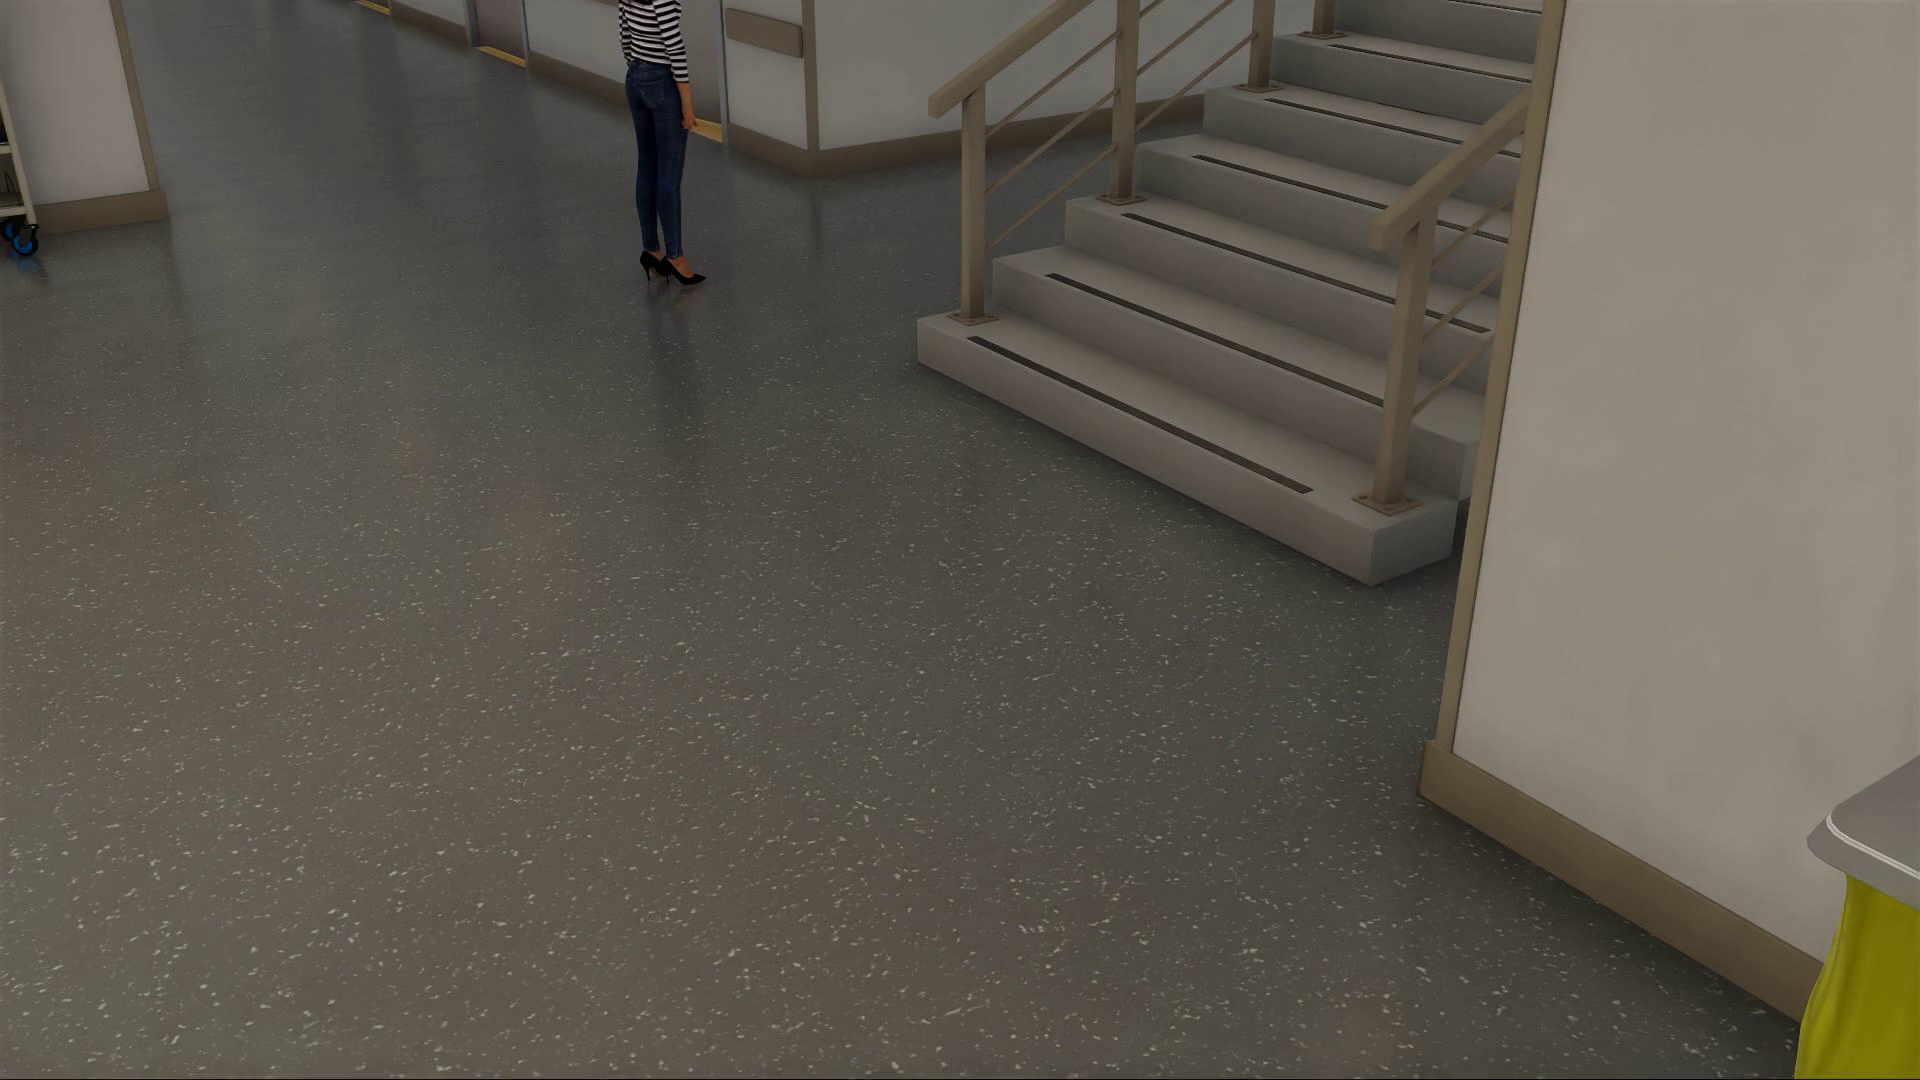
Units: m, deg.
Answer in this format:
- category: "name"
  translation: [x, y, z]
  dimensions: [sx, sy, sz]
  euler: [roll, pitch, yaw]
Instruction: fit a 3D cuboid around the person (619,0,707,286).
- category: "person"
  translation: [-1.453, -2.117, 7.965]
  dimensions: [0.504, 1.797, 0.599]
  euler: [-21, 33, -37]
